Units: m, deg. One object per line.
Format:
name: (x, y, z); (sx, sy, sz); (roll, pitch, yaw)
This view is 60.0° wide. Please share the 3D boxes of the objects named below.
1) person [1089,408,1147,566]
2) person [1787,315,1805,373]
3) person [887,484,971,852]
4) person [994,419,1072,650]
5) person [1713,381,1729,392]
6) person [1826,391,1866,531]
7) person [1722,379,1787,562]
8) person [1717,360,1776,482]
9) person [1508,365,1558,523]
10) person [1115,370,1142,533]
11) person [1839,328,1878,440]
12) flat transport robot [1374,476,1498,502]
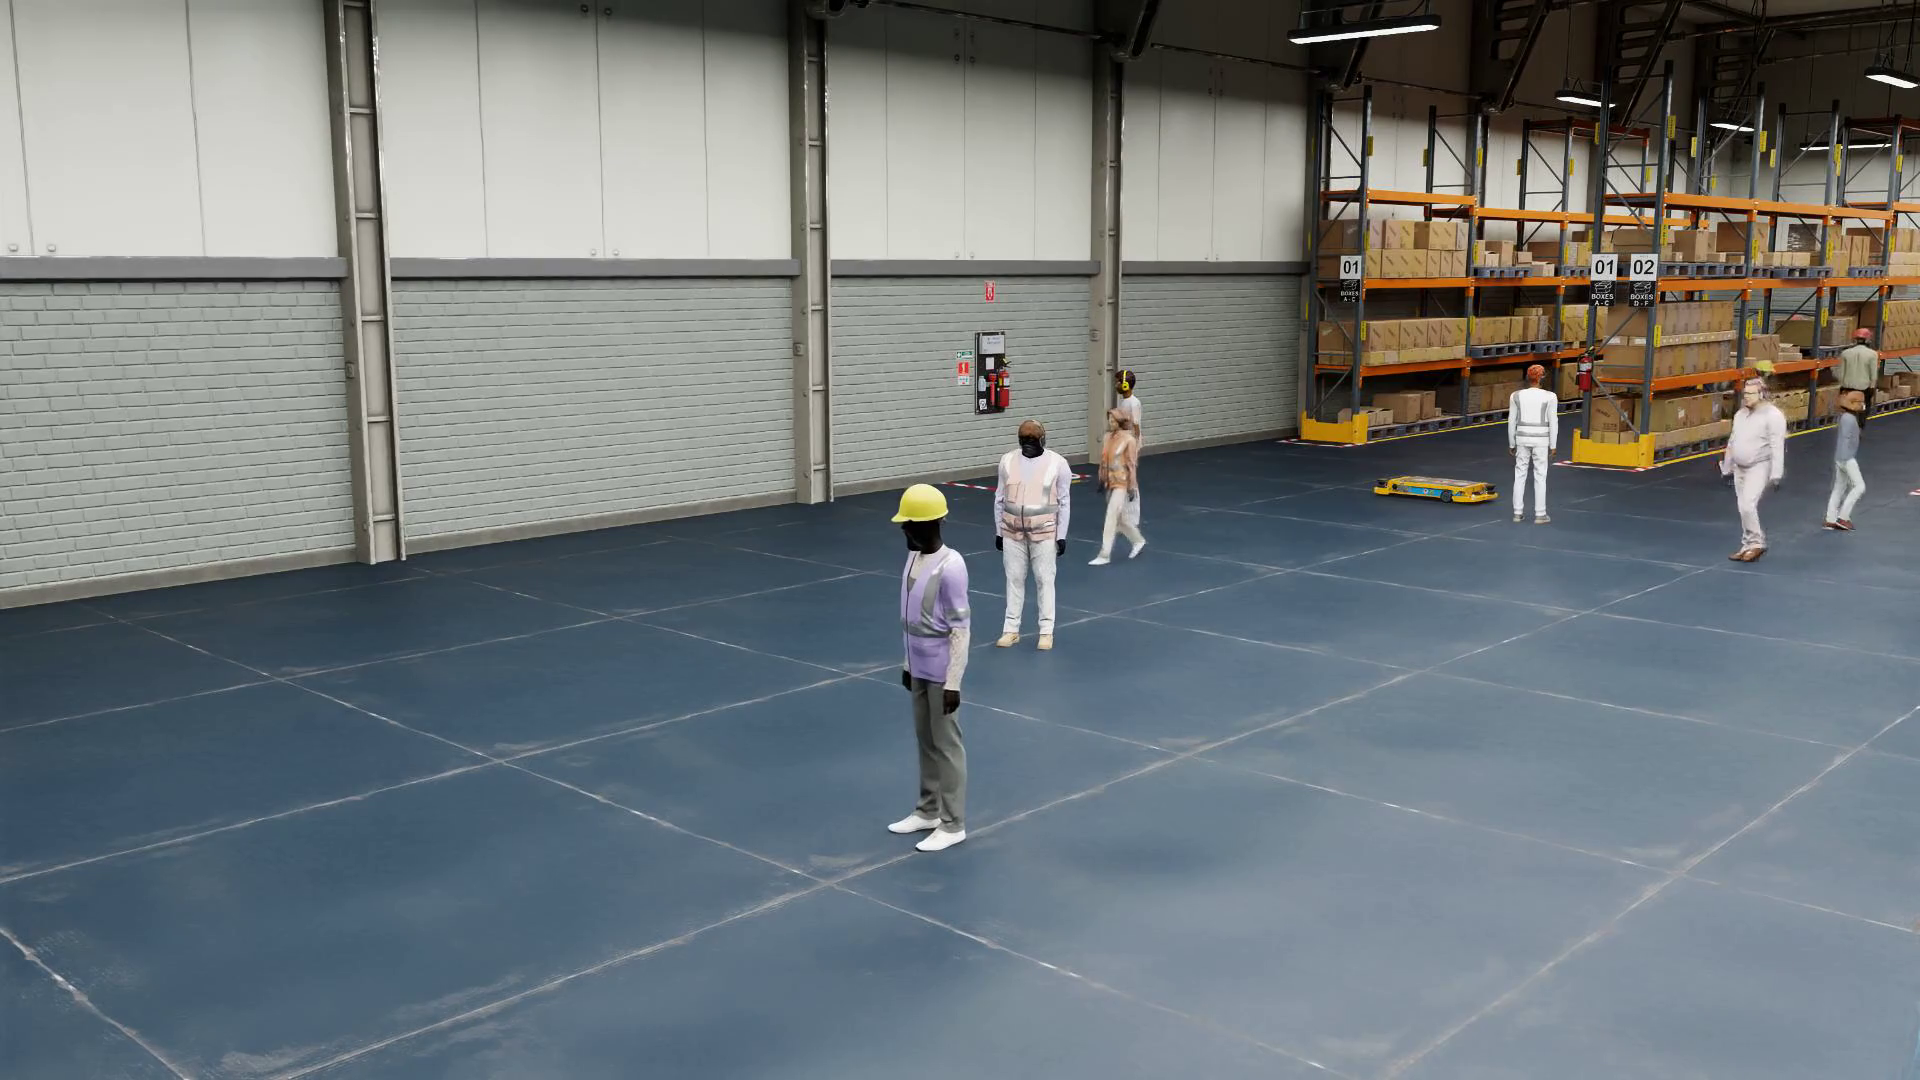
person: (1.646, -0.564, 17.086); (0.782, 1.606, 0.522); (-5, 11, -29)
person: (17.874, -3.779, 35.495); (1.007, 1.994, 0.640); (-9, 13, -43)
person: (-0.153, 0.661, 8.686); (0.383, 1.922, 0.588); (-4, 10, -24)
person: (0.561, -0.044, 13.251); (0.622, 1.838, 0.429); (3, 10, 19)
person: (15.857, -3.555, 34.698); (0.630, 1.814, 0.584); (8, 12, 40)
person: (10.230, -0.900, 19.083); (0.477, 1.616, 0.511); (5, 10, 26)
person: (8.099, -0.704, 17.087); (0.462, 1.890, 0.679); (-2, 10, -13)
person: (11.244, -1.694, 23.582); (0.743, 1.739, 0.525); (8, 12, 39)
person: (6.811, -1.138, 19.776); (0.574, 1.883, 0.356); (6, 11, 33)
person: (1.912, -1.013, 19.073); (0.333, 1.864, 0.520); (-1, 9, -8)
person: (15.653, -2.701, 28.993); (0.622, 1.977, 0.429); (8, 13, 42)
flat transport robot: (6.252, -0.679, 21.870); (1.431, 0.197, 0.652); (9, 13, 43)
